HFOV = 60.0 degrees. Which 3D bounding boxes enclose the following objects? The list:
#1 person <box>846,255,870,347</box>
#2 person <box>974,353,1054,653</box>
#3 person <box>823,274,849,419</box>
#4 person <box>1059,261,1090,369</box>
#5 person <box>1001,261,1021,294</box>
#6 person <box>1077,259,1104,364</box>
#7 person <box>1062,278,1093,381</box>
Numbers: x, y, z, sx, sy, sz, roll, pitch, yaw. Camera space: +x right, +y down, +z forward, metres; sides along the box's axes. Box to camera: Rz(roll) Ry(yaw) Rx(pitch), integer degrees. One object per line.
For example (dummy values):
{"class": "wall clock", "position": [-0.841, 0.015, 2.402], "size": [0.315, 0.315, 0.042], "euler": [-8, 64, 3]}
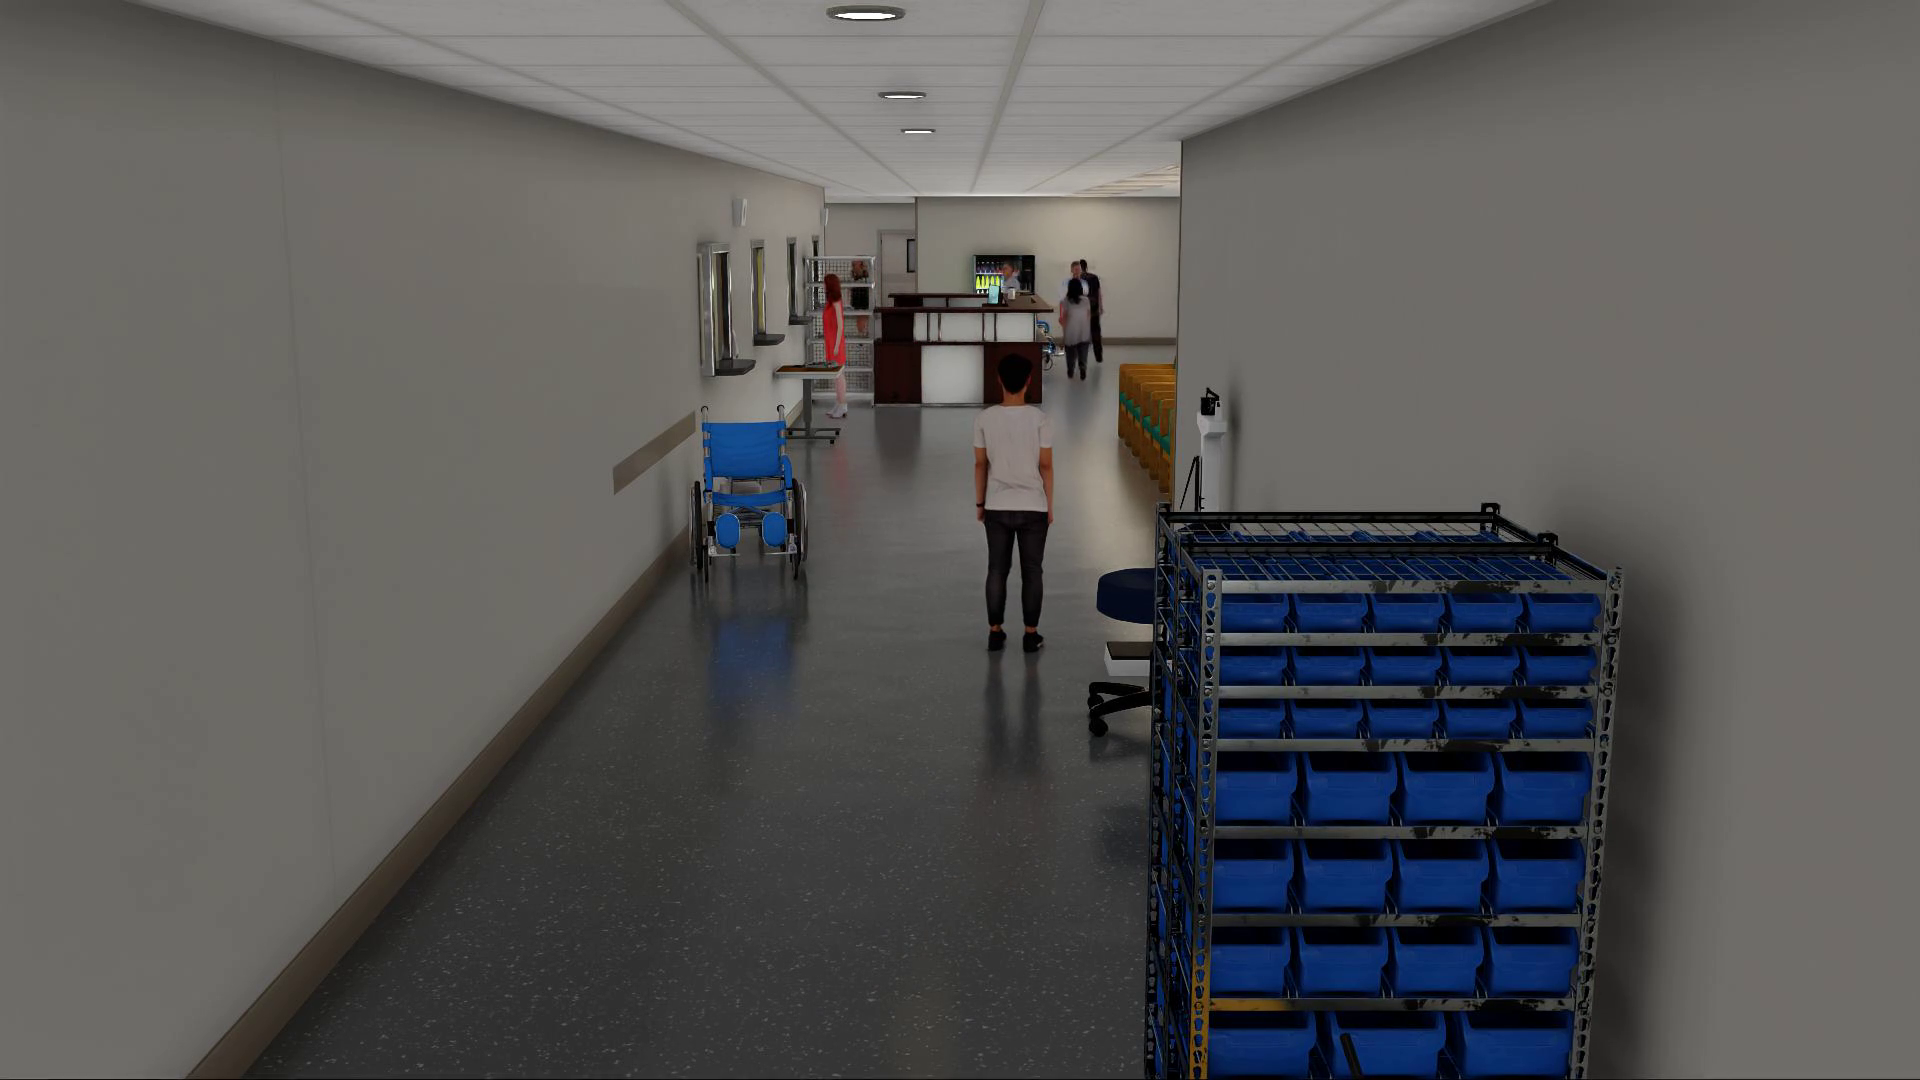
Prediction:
{"class": "person", "position": [-2.015, -4.757, 33.273], "size": [0.958, 1.806, 0.734], "euler": [1, 11, 6]}
{"class": "person", "position": [0.317, -0.220, 9.603], "size": [0.557, 1.719, 0.723], "euler": [3, 11, 16]}
{"class": "person", "position": [-1.584, -2.480, 21.224], "size": [0.591, 1.825, 0.648], "euler": [-2, 11, -13]}
{"class": "person", "position": [1.918, -3.864, 28.562], "size": [0.935, 1.809, 0.939], "euler": [-5, 12, -23]}
{"class": "person", "position": [0.951, -4.024, 29.416], "size": [0.792, 1.805, 0.787], "euler": [-6, 12, -28]}
{"class": "person", "position": [2.272, -3.992, 29.267], "size": [1.224, 1.798, 1.048], "euler": [-1, 11, -8]}
{"class": "person", "position": [1.850, -3.295, 26.168], "size": [0.932, 1.583, 0.685], "euler": [0, 11, 1]}
